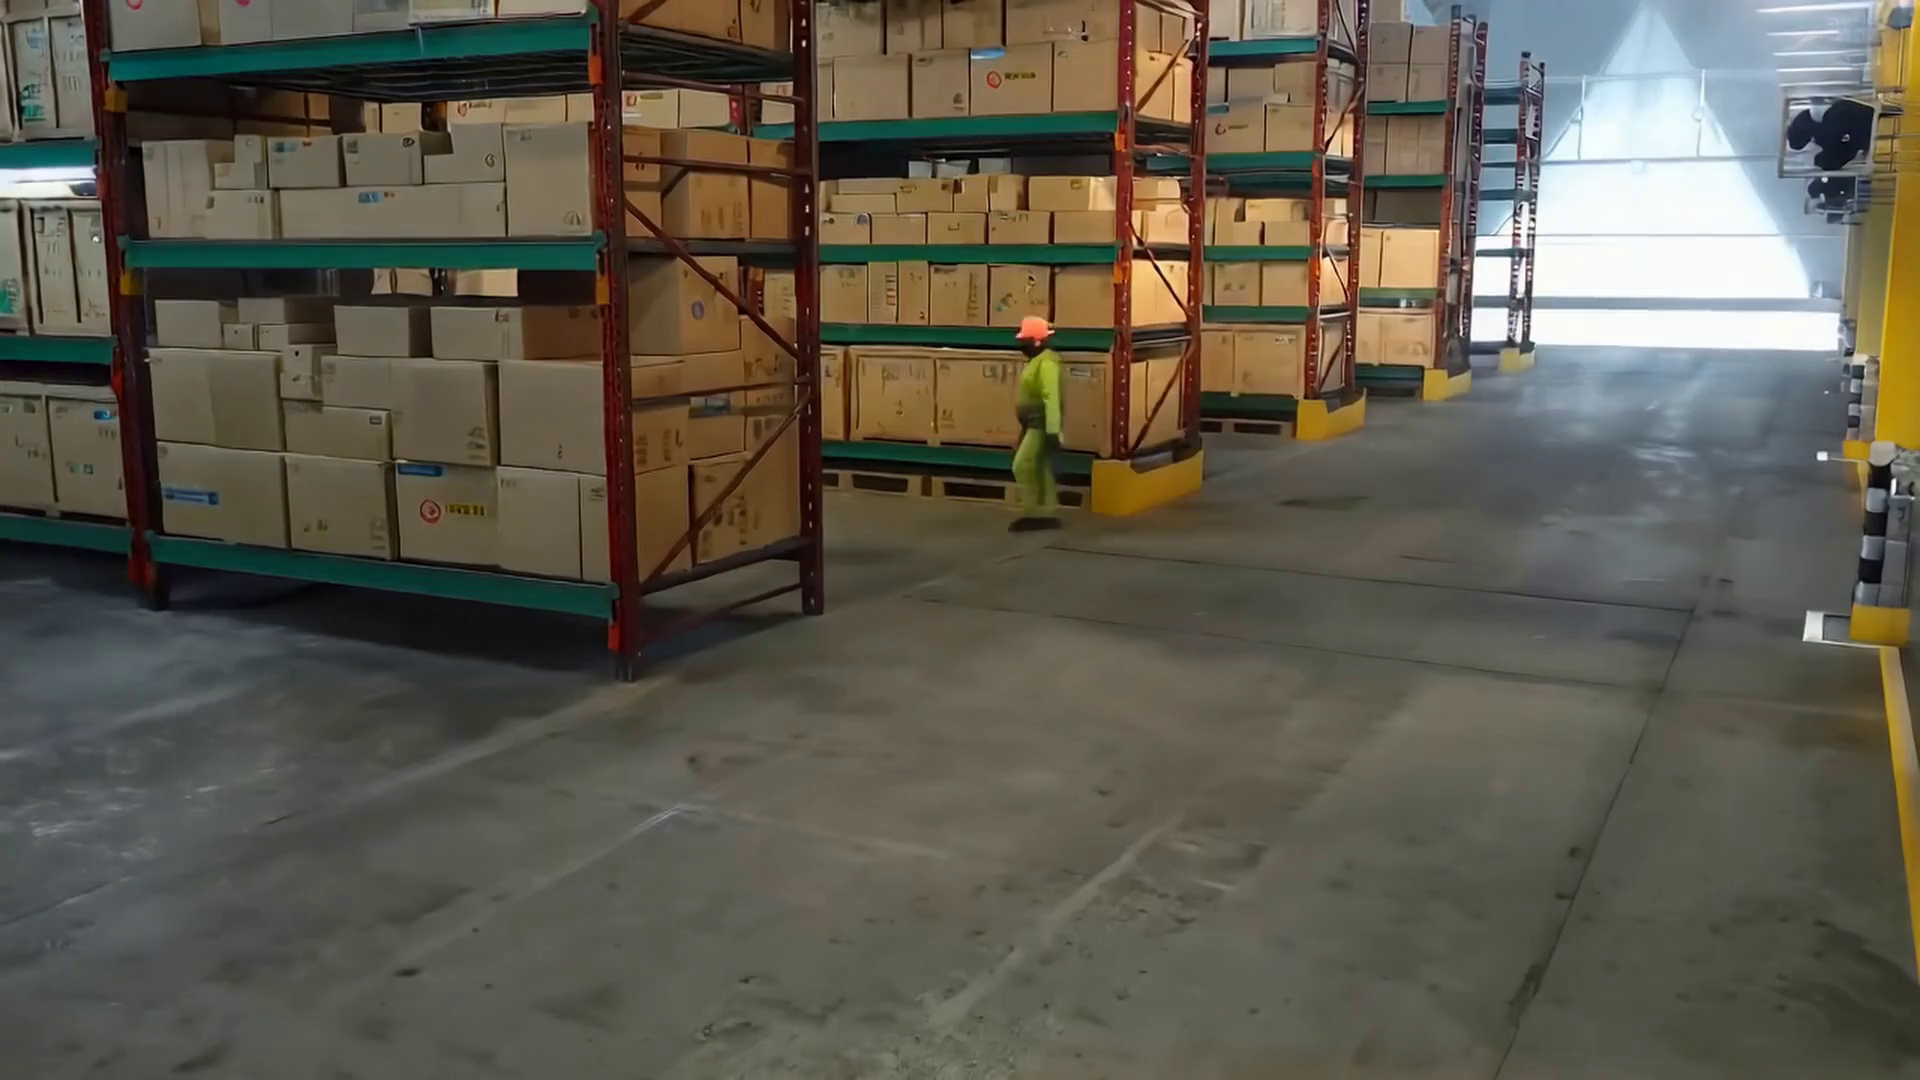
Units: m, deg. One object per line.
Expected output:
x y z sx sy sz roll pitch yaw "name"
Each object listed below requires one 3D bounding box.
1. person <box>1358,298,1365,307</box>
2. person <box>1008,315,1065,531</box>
7.741 -4.324 33.092 0.416 1.922 0.811 -6 12 -32 "person"
0.596 -0.970 13.942 0.620 1.808 0.627 -1 10 -6 "person"
